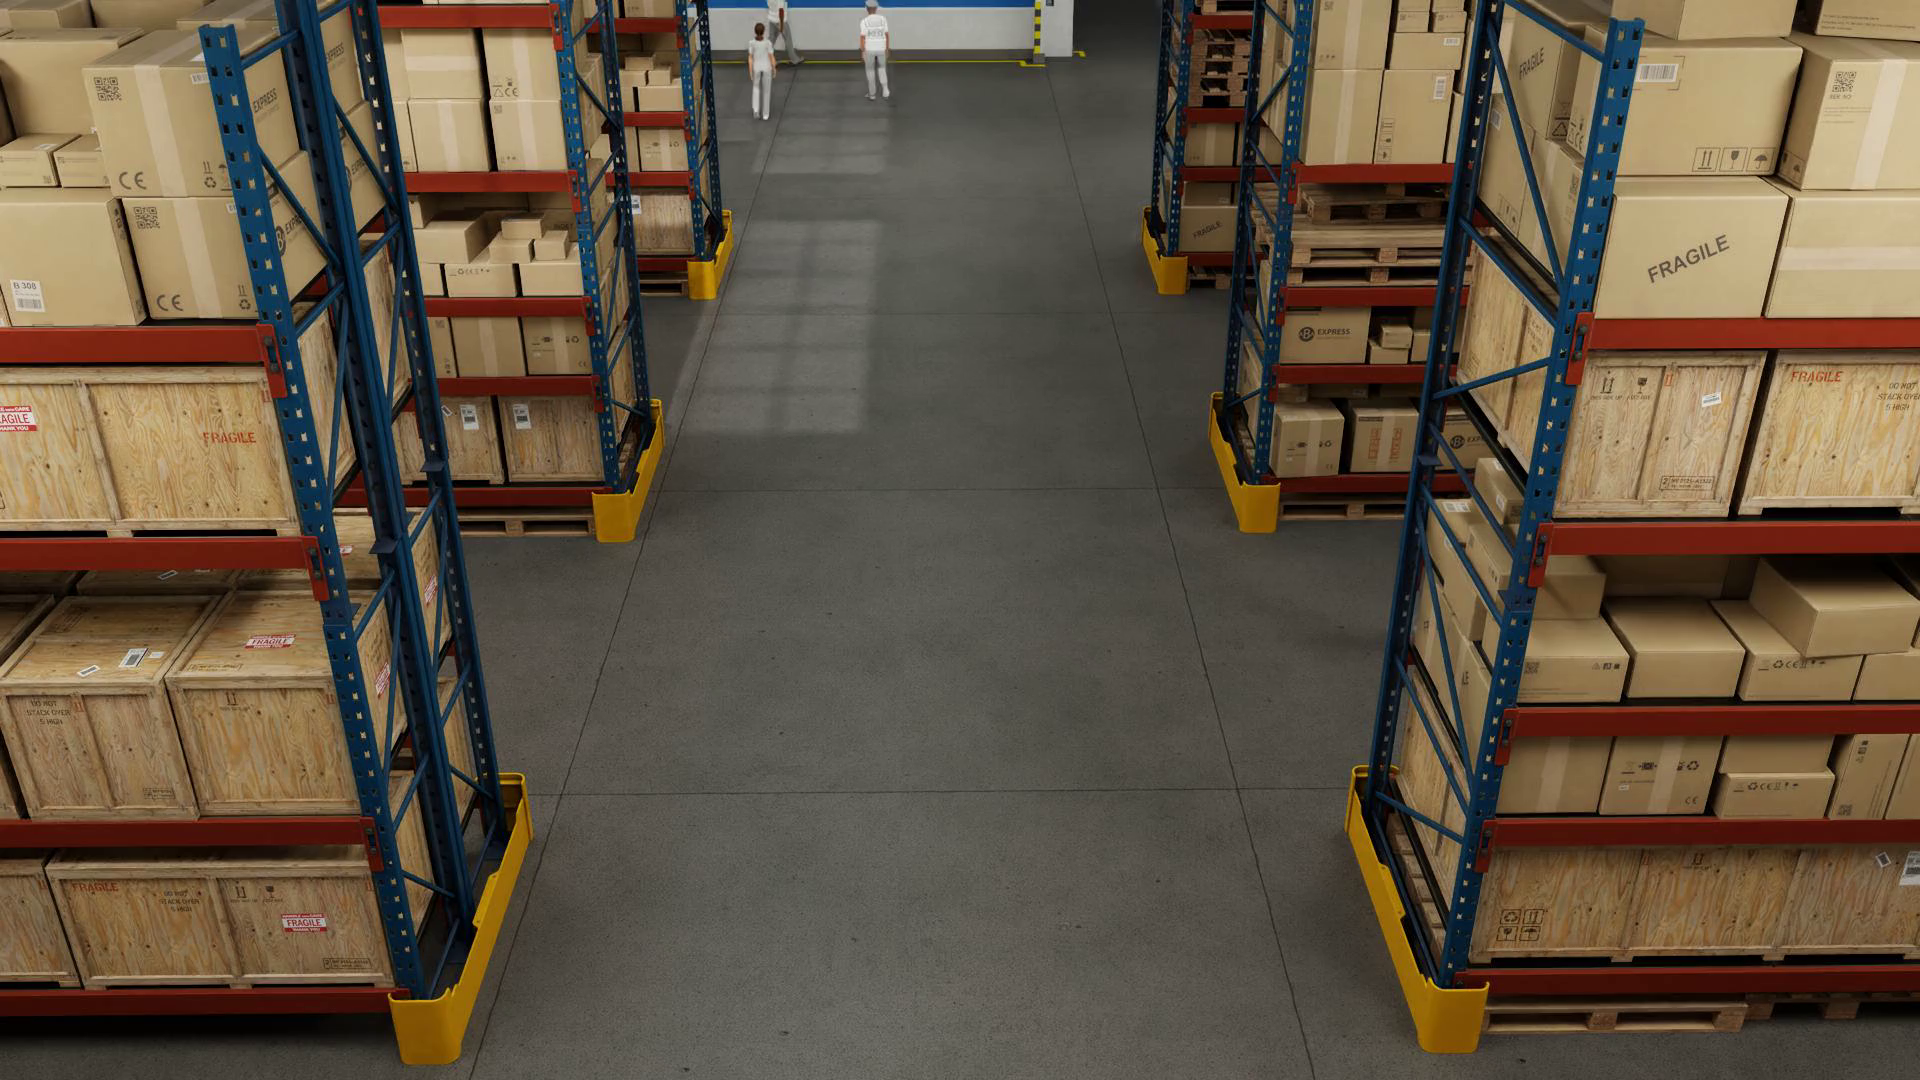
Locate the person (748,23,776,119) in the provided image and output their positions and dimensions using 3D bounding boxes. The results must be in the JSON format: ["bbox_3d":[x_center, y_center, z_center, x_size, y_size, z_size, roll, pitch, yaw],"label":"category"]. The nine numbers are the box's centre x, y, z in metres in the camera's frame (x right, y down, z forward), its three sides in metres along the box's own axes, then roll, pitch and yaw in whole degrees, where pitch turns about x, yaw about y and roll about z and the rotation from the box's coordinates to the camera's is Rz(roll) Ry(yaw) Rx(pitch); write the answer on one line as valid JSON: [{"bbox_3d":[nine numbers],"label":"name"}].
[{"bbox_3d":[-3.485,-8.282,29.385,0.455,1.675,0.439,1,28,1],"label":"person"}]

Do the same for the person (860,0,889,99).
[{"bbox_3d":[-1.561,-9.040,30.684,0.544,1.771,0.535,-10,30,-17],"label":"person"}]

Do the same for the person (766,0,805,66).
[{"bbox_3d":[-3.553,-10.369,33.156,0.592,1.742,0.851,25,37,38],"label":"person"}]
